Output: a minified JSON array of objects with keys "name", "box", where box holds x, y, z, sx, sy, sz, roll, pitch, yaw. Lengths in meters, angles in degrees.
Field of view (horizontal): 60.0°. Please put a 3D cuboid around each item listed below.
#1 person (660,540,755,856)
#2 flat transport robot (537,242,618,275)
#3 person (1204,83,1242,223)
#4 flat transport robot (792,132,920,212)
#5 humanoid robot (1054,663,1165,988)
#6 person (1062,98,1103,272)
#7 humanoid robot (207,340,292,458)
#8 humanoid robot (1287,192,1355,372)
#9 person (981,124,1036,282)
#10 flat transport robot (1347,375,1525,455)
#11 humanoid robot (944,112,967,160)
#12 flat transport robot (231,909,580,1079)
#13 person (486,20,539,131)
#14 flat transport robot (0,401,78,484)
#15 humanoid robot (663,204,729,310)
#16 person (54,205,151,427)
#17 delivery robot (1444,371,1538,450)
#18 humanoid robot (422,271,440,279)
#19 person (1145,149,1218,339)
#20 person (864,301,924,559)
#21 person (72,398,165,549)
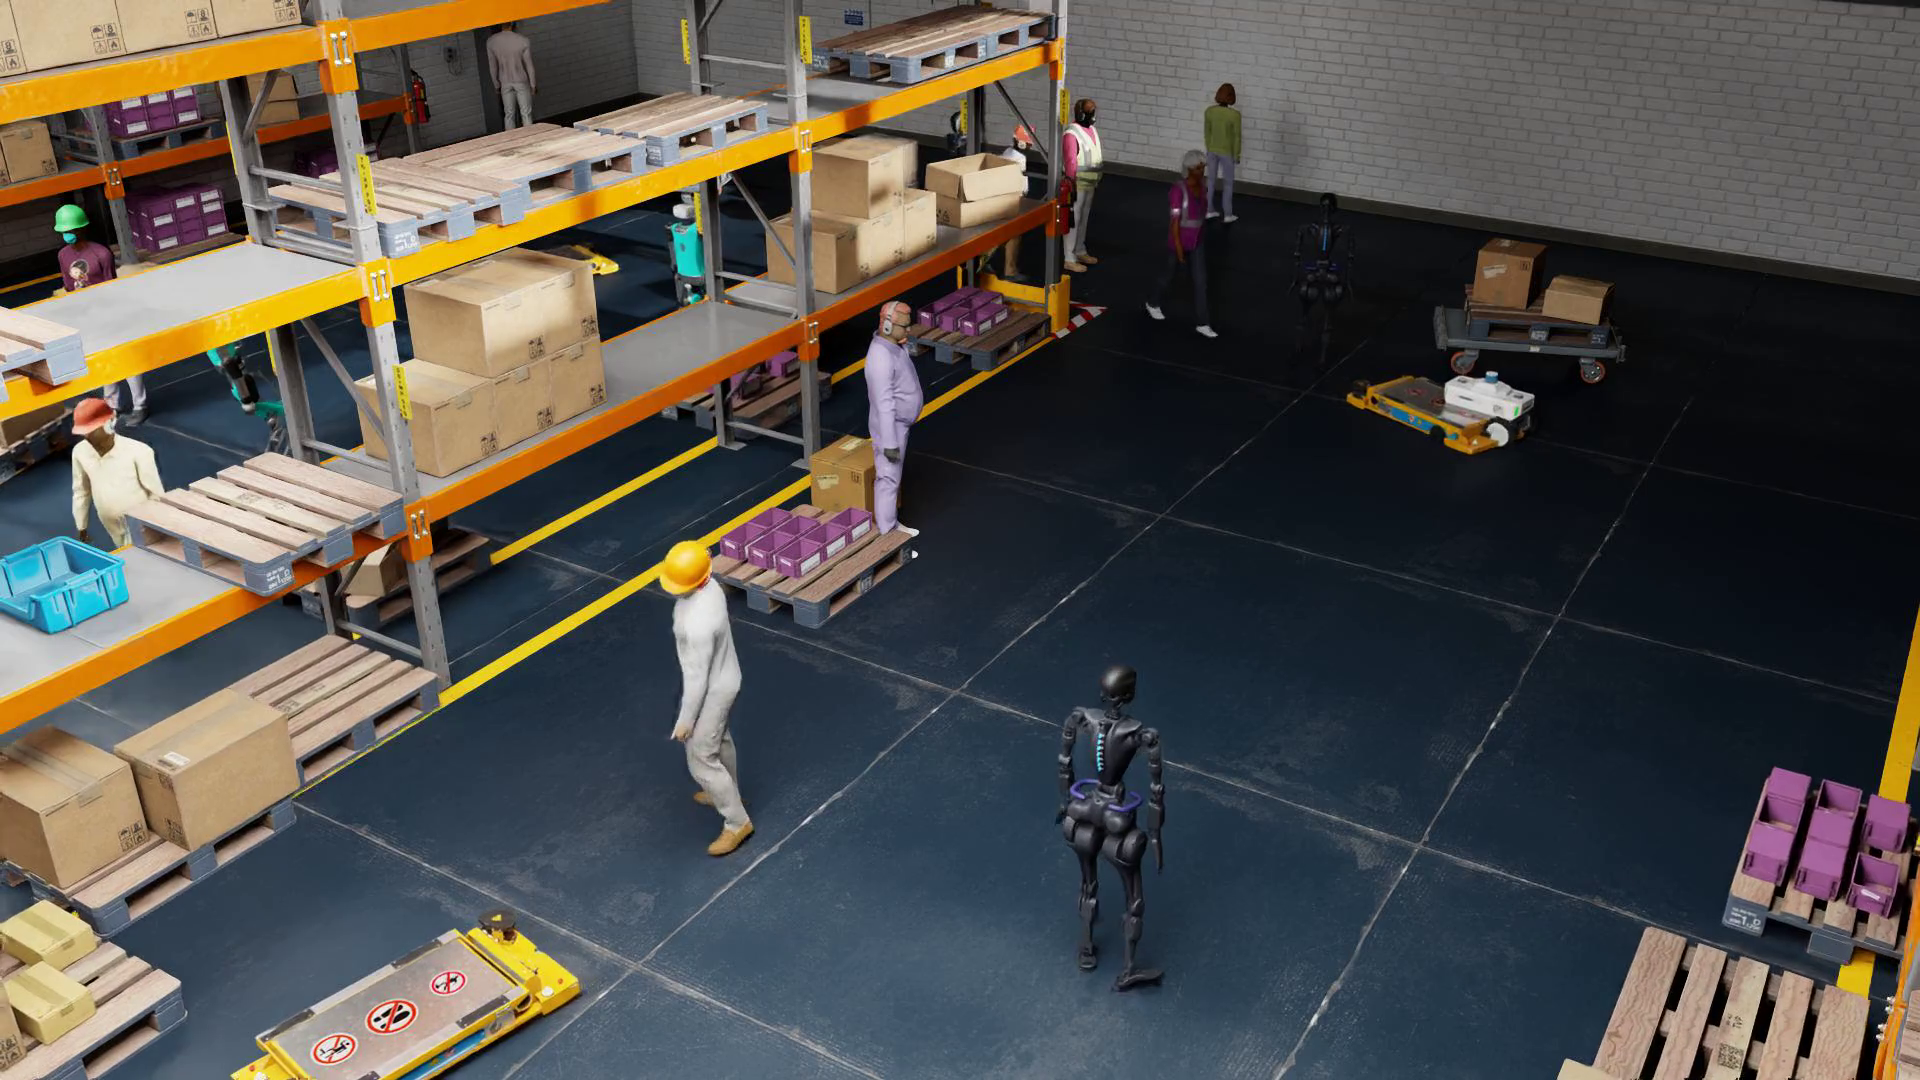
[{"name":"person","box":[-1.352,0.780,8.913,0.370,1.862,0.661,-2,27,-4]},{"name":"flat transport robot","box":[-4.493,-2.933,17.977,1.431,0.231,0.659,-19,33,-33]},{"name":"person","box":[3.111,-4.595,19.746,0.519,1.626,0.335,19,32,32]},{"name":"flat transport robot","box":[-1.274,-3.950,19.981,1.431,0.231,0.659,20,33,34]},{"name":"humanoid robot","box":[0.711,1.360,7.976,0.653,1.640,0.401,16,31,28]},{"name":"person","box":[1.330,-3.864,18.074,0.430,1.844,0.621,13,30,24]},{"name":"humanoid robot","box":[-5.458,-1.209,12.946,0.767,1.756,0.530,-16,31,-29]},{"name":"humanoid robot","box":[3.353,-2.411,15.398,0.611,1.645,0.527,5,27,9]},{"name":"person","box":[0.560,-3.548,17.583,0.507,1.714,0.600,-3,27,-6]},{"name":"flat transport robot","box":[4.102,-1.112,14.390,0.659,0.231,1.431,-17,31,-30]},{"name":"humanoid robot","box":[0.048,-3.921,18.382,0.401,1.641,0.590,-21,34,-35]},{"name":"flat transport robot","box":[-2.562,2.257,7.751,0.659,0.231,1.431,23,35,38]},{"name":"person","box":[-6.022,-6.163,22.507,0.626,1.934,0.373,1,27,3]},{"name":"flat transport robot","box":[-7.898,-0.600,13.381,0.659,0.231,1.431,4,27,8]},{"name":"humanoid robot","box":[-2.206,-2.215,14.997,0.548,1.771,1.039,17,31,30]},{"name":"person","box":[-7.297,-1.899,14.101,0.481,1.943,0.433,3,27,5]},{"name":"delivery robot","box":[4.475,-1.144,14.119,0.756,0.580,0.499,23,35,38]},{"name":"humanoid robot","box":[-5.272,-2.914,16.380,0.603,1.644,0.352,7,28,13]},{"name":"person","box":[2.195,-2.944,16.312,0.489,1.806,0.959,-16,31,-29]},{"name":"person","box":[-0.465,-0.802,11.978,0.409,1.902,0.636,1,27,2]},{"name":"person","box":[-5.467,-0.079,10.739,0.599,1.718,0.792,7,28,13]}]
